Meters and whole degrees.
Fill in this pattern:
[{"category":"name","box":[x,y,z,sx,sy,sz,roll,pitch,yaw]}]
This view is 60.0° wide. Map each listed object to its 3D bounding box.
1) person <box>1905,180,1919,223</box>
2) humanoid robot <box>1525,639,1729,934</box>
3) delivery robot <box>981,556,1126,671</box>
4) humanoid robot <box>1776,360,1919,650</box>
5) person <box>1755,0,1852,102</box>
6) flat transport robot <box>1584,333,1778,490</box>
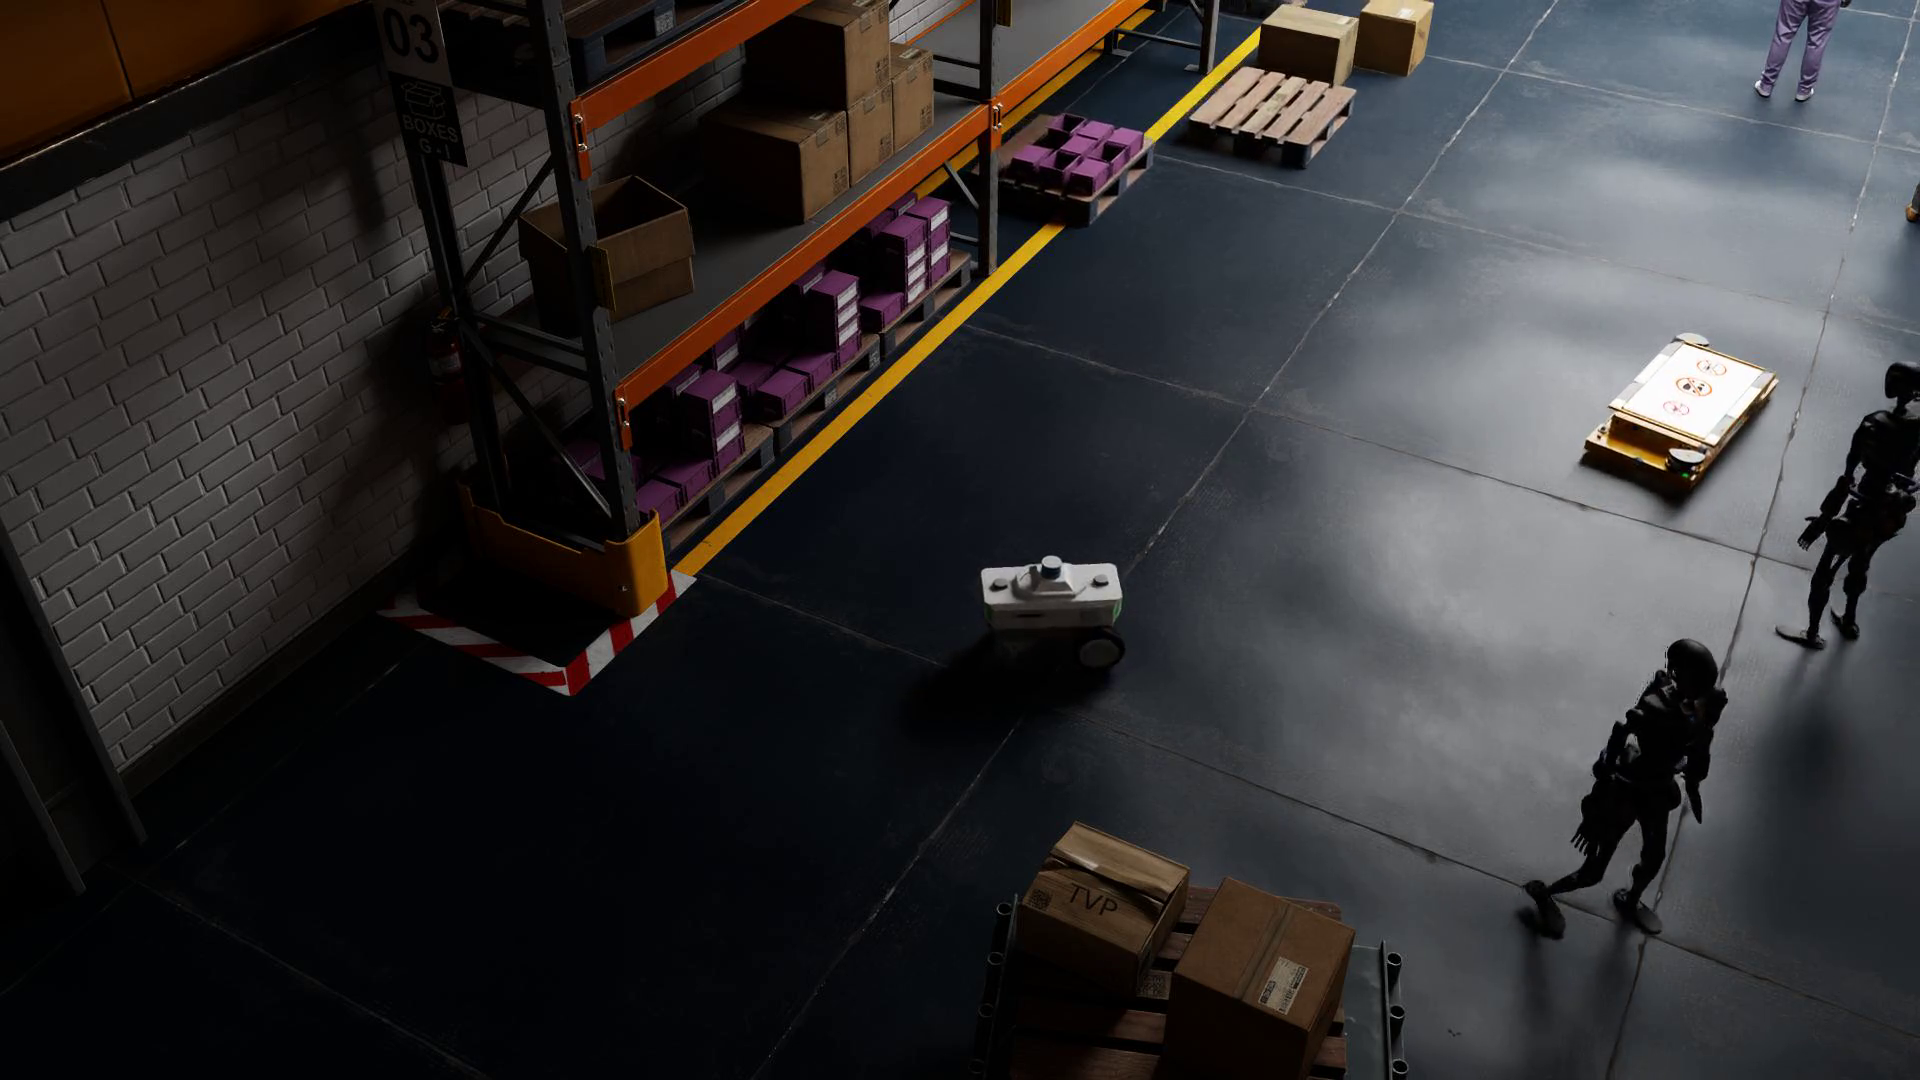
[{"category":"person","box":[7.244,-3.107,11.802,0.562,1.898,0.352,23,44,26]},{"category":"humanoid robot","box":[2.777,1.010,6.832,0.585,1.638,0.405,-14,41,-17]},{"category":"delivery robot","box":[0.477,0.345,8.552,0.740,0.585,0.523,-2,39,-2]},{"category":"humanoid robot","box":[4.503,-0.153,8.295,0.595,1.646,0.317,-17,42,-20]},{"category":"person","box":[6.986,-4.534,13.583,0.635,1.903,0.407,15,41,18]},{"category":"flat transport robot","box":[4.467,-0.816,10.240,0.659,0.231,1.431,28,46,30]}]
